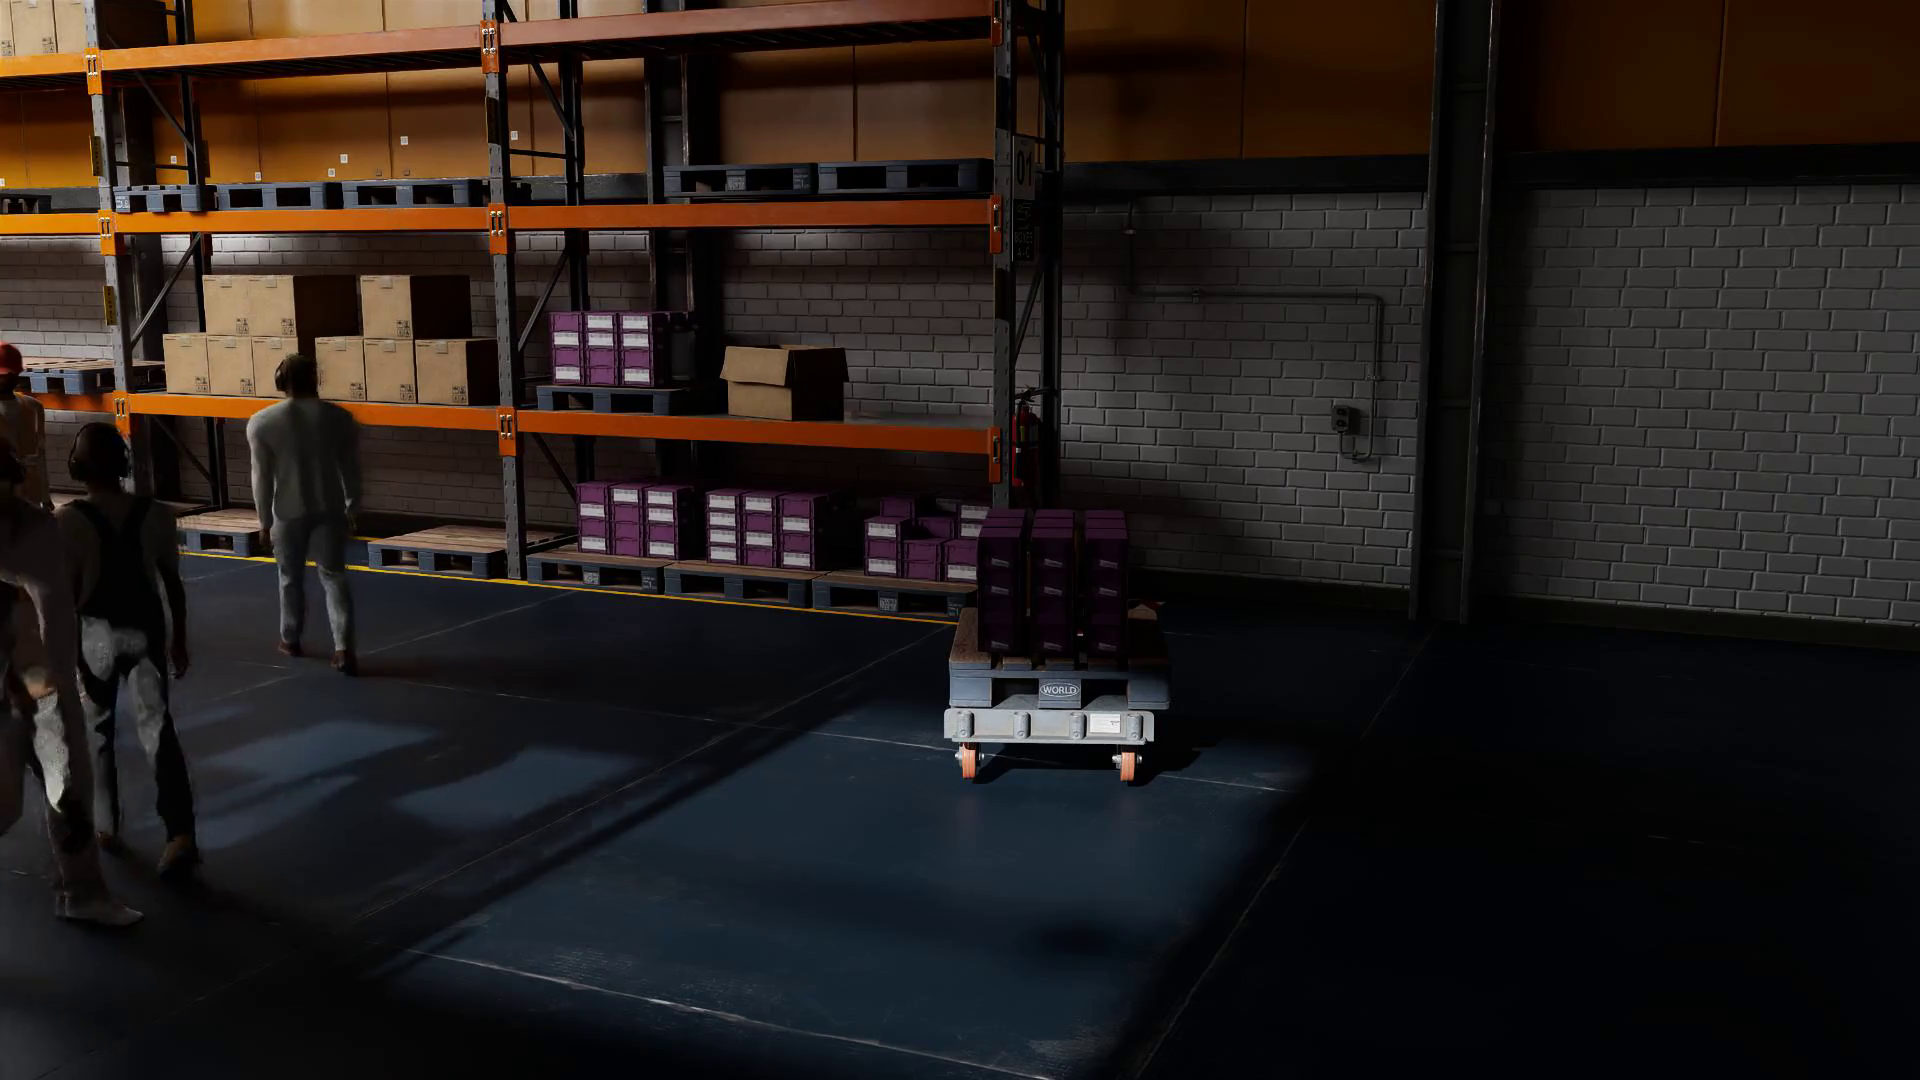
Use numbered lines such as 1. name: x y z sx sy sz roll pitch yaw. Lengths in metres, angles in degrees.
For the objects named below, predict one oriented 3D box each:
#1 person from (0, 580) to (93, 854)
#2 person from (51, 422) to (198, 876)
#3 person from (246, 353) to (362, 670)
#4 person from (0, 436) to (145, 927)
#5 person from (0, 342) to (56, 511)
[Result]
1. person: -2.764 0.739 4.577 0.994 1.867 0.594 6 11 33
2. person: -3.313 0.431 6.610 0.523 1.810 0.940 -9 13 -44
3. person: -3.902 -0.172 9.969 0.646 1.894 0.991 -6 11 -31
4. person: -3.411 0.525 5.847 0.636 1.867 0.686 3 10 18
5. person: -5.940 -0.274 10.436 0.377 1.932 0.548 5 11 28
